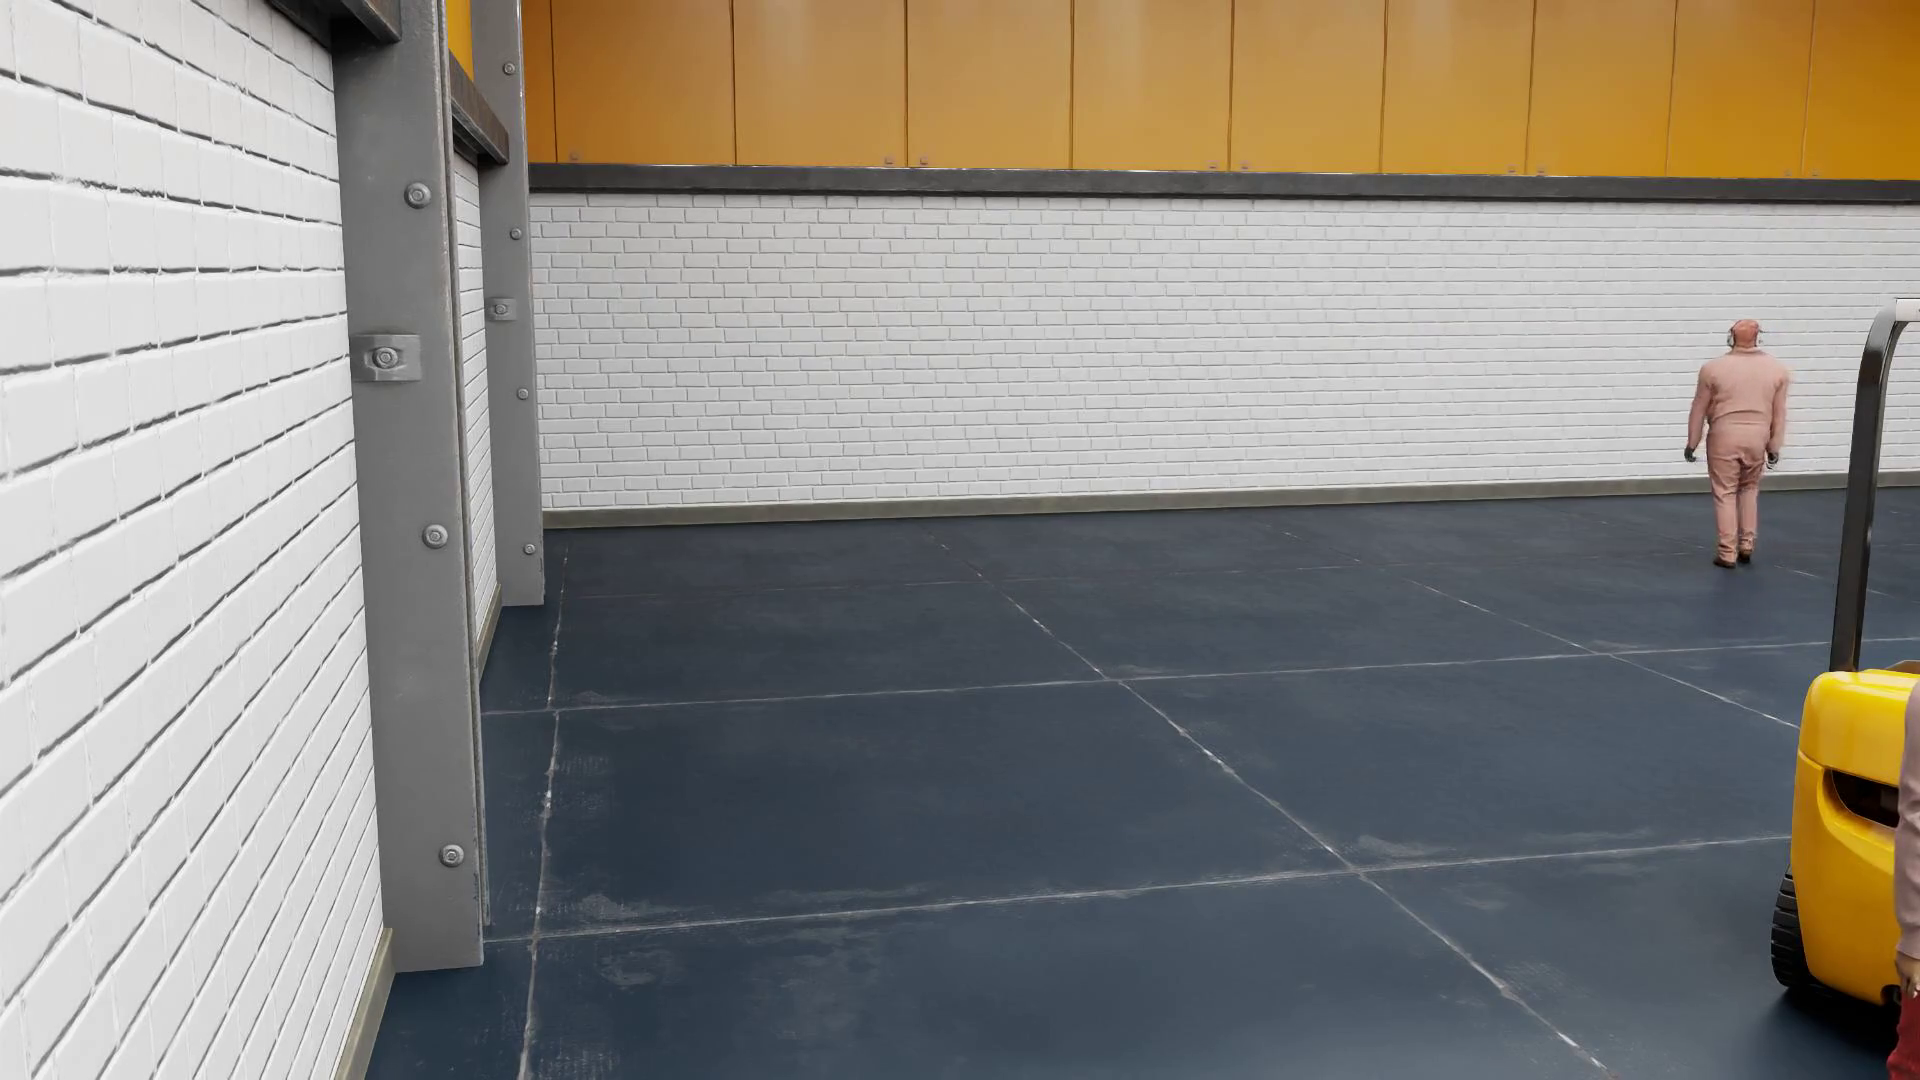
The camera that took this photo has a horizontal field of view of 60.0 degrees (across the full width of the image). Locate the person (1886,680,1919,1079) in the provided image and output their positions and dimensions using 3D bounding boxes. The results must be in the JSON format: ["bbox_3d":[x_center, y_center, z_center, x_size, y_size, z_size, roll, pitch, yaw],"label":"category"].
[{"bbox_3d":[2.218,0.816,3.541,0.535,1.767,0.317,-3,10,-18],"label":"person"}]

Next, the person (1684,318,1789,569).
[{"bbox_3d":[5.875,-0.736,12.657,0.654,1.885,0.647,1,9,5],"label":"person"}]

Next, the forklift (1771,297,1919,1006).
[{"bbox_3d":[3.542,0.334,5.177,2.313,2.155,1.214,-9,13,-43],"label":"forklift"}]
